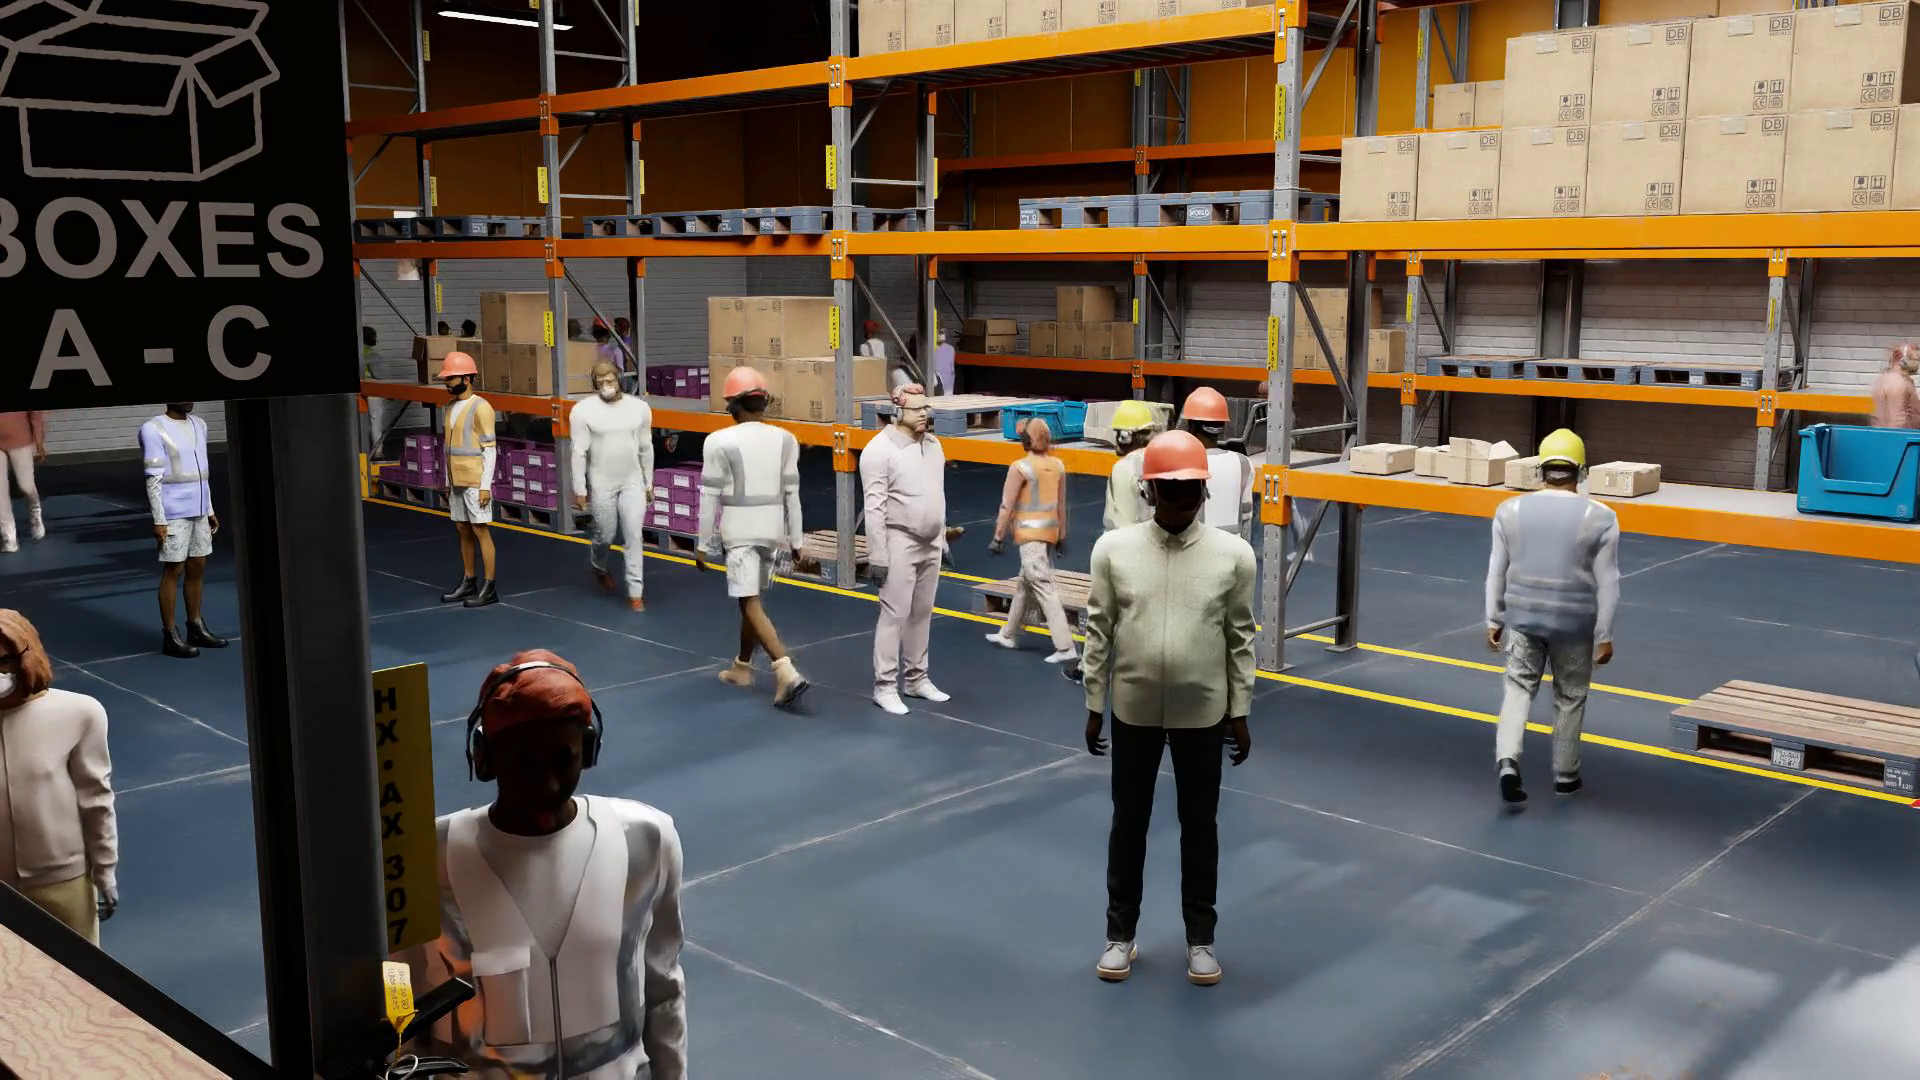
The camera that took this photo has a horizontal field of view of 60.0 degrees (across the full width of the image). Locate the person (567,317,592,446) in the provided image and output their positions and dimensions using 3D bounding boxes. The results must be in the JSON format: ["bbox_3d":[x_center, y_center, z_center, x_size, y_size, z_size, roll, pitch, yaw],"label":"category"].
[{"bbox_3d":[-5.057,-1.969,21.931,0.645,1.921,0.485,-5,11,-30],"label":"person"}]

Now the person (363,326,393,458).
[{"bbox_3d":[-8.046,-1.993,22.533,0.739,1.792,0.452,7,11,35],"label":"person"}]

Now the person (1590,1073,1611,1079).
[{"bbox_3d":[0.815,1.428,2.120,0.510,1.593,0.832,8,12,40],"label":"person"}]

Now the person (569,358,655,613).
[{"bbox_3d":[-2.640,-0.431,12.582,0.631,1.909,0.799,-5,10,-26],"label":"person"}]

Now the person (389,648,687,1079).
[{"bbox_3d":[-0.769,1.126,3.081,0.572,1.887,0.356,-5,10,-27],"label":"person"}]

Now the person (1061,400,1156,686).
[{"bbox_3d":[1.068,0.054,9.981,0.926,1.787,0.624,7,12,38],"label":"person"}]

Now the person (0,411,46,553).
[{"bbox_3d":[-8.655,-0.883,15.110,0.647,1.979,0.551,-2,10,-14],"label":"person"}]

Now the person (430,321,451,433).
[{"bbox_3d":[-6.893,-1.991,22.245,0.513,1.871,0.329,-7,12,-39],"label":"person"}]

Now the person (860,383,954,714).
[{"bbox_3d":[-0.272,0.046,9.683,0.401,1.909,0.680,7,12,38],"label":"person"}]

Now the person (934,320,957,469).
[{"bbox_3d":[-0.349,-1.890,21.516,0.635,1.914,0.807,-7,12,-37],"label":"person"}]

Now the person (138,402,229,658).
[{"bbox_3d":[-5.132,-0.197,11.033,0.364,1.935,0.553,2,10,15],"label":"person"}]

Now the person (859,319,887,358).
[{"bbox_3d":[-1.195,-2.240,23.845,0.891,1.857,0.568,7,12,37],"label":"person"}]

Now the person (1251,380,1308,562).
[{"bbox_3d":[2.691,-0.606,14.588,0.872,1.583,0.521,6,11,32],"label":"person"}]

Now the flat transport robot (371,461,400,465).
[{"bbox_3d":[-6.852,-0.822,19.962,1.431,0.197,0.652,-4,10,-24],"label":"flat transport robot"}]

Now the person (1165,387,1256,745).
[{"bbox_3d":[1.298,0.157,8.861,0.542,1.939,0.363,-5,11,-29],"label":"person"}]

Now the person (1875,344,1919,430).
[{"bbox_3d":[8.622,-0.856,15.375,0.783,1.899,0.681,3,10,19],"label":"person"}]

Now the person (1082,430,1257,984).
[{"bbox_3d":[0.745,0.599,5.972,0.621,1.996,0.373,1,9,8],"label":"person"}]

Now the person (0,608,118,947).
[{"bbox_3d":[-2.665,0.985,4.739,0.496,1.627,0.270,-4,10,-25],"label":"person"}]

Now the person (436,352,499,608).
[{"bbox_3d":[-3.754,-0.456,12.624,0.552,1.935,0.360,8,12,40],"label":"person"}]

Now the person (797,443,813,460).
[{"bbox_3d":[-2.216,-1.987,22.339,0.654,1.827,0.447,-9,13,-43],"label":"person"}]

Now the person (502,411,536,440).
[{"bbox_3d":[-5.209,-1.581,19.934,0.687,1.805,0.567,6,11,34],"label":"person"}]

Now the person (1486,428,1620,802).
[{"bbox_3d":[2.805,0.379,7.891,0.602,1.816,0.679,6,11,34],"label":"person"}]

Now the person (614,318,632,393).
[{"bbox_3d":[-4.914,-2.362,24.590,0.372,1.843,0.570,-2,9,-10],"label":"person"}]

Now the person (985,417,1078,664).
[{"bbox_3d":[0.481,-0.002,10.885,0.858,1.595,0.522,8,12,40],"label":"person"}]

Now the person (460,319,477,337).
[{"bbox_3d":[-7.019,-2.249,23.936,0.527,1.842,0.702,-5,10,-26],"label":"person"}]

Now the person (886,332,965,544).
[{"bbox_3d":[-0.301,-0.965,15.426,1.021,2.000,0.705,7,12,36],"label":"person"}]

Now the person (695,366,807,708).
[{"bbox_3d":[-1.195,-0.021,9.819,0.631,2.004,1.003,-7,12,-37],"label":"person"}]

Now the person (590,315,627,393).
[{"bbox_3d":[-4.391,-1.747,20.375,0.615,2.000,0.981,5,11,28],"label":"person"}]
